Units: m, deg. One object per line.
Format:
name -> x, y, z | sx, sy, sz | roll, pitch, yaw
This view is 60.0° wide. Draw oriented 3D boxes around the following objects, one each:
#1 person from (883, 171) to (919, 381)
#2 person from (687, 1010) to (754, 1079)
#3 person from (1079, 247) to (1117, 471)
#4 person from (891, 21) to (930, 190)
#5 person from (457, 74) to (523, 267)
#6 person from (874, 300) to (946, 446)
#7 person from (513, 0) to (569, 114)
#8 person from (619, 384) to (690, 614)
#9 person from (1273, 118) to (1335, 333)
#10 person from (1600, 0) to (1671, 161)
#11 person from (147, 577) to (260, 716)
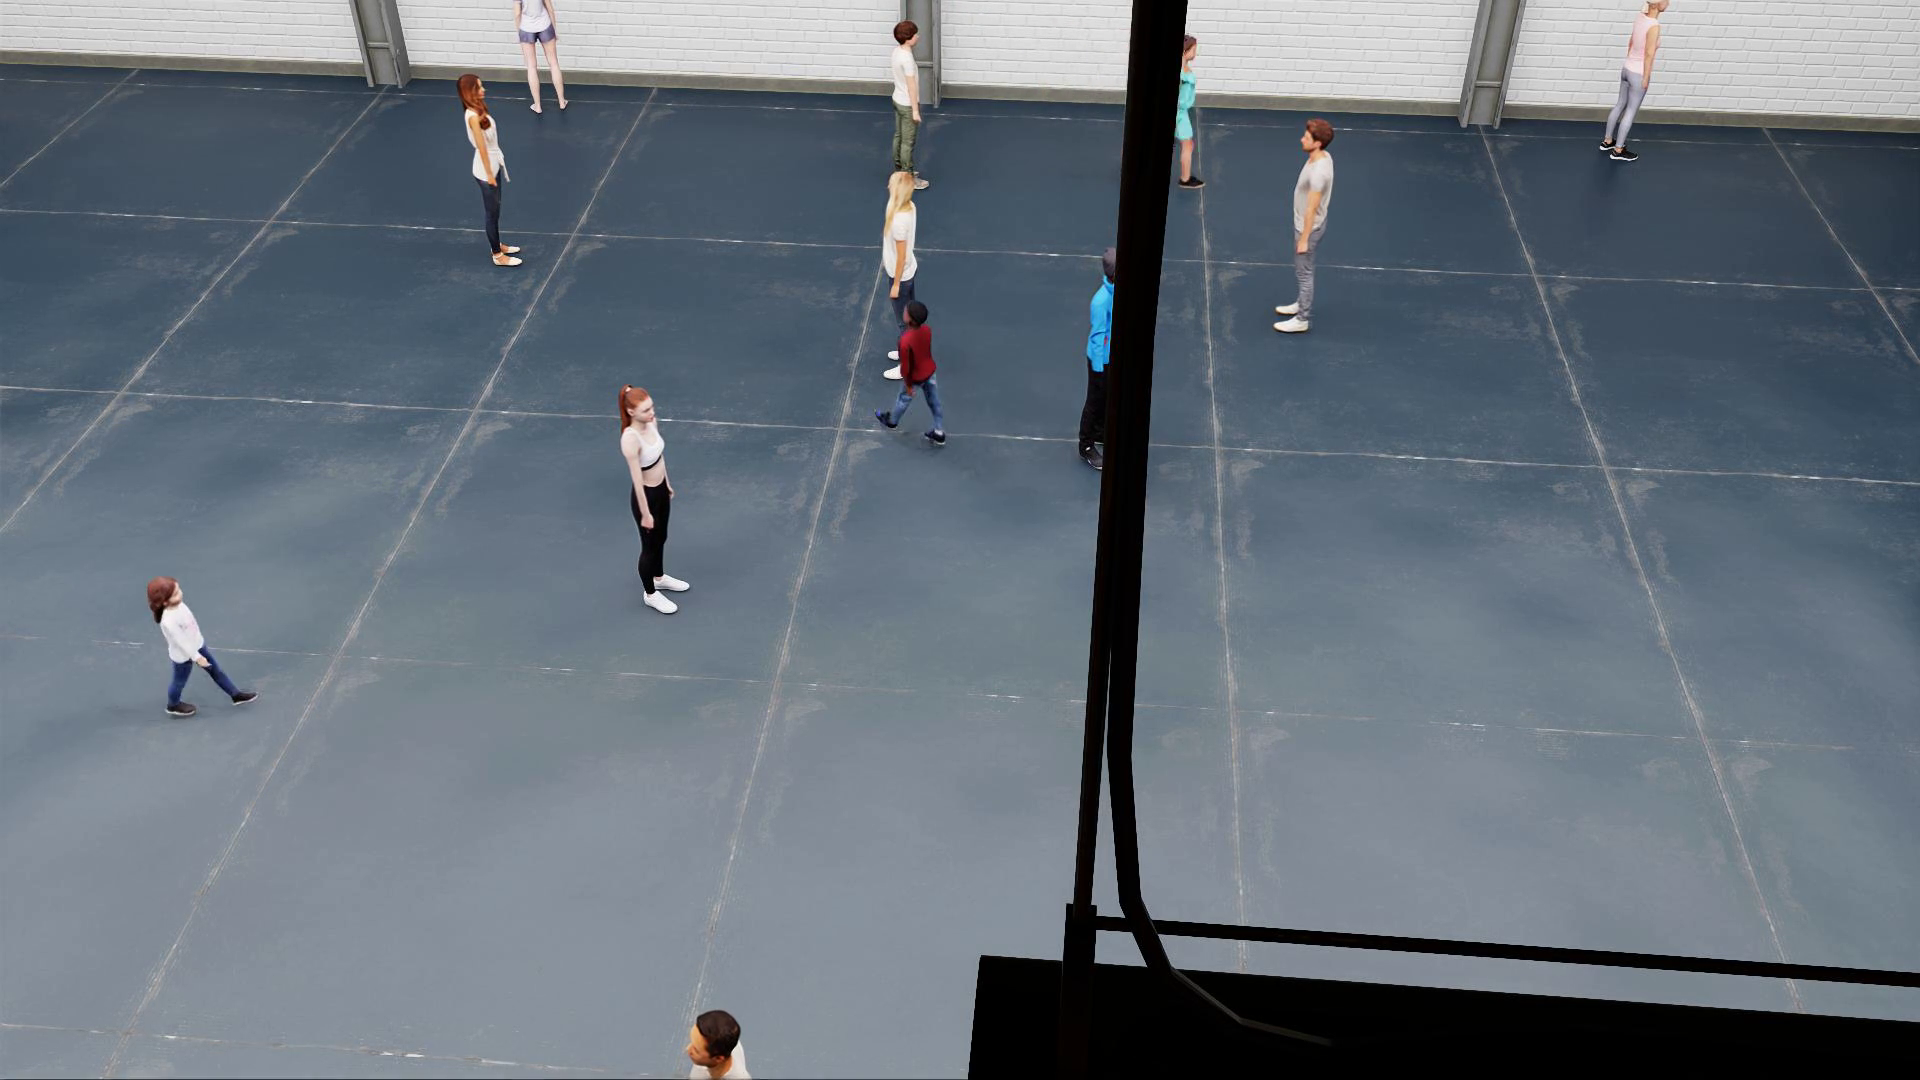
person -> -0.455, -2.148, 13.459 | 0.488, 1.809, 0.586 | 4, 39, 5
person -> -1.021, 2.673, 7.420 | 0.733, 1.812, 0.730 | -17, 42, -20
person -> 1.099, -1.396, 12.529 | 0.682, 1.794, 0.692 | 21, 43, 24
person -> -0.527, -4.245, 16.208 | 0.666, 1.654, 0.658 | -13, 40, -16
person -> -4.262, -3.331, 14.960 | 0.610, 1.785, 0.641 | -7, 39, -8
person -> -0.267, -1.262, 12.813 | 0.919, 1.231, 0.807 | 30, 47, 32
person -> -4.481, -5.394, 17.558 | 0.626, 1.766, 0.730 | -14, 41, -17
person -> -2.088, -0.289, 11.185 | 0.558, 1.742, 0.616 | 9, 39, 11
person -> 2.948, -2.656, 14.026 | 0.574, 1.895, 0.660 | 6, 39, 8
person -> 6.800, -4.701, 16.724 | 0.564, 1.724, 0.597 | -5, 39, -6
person -> -4.936, 0.694, 10.482 | 0.820, 1.084, 0.510 | -2, 39, -3
